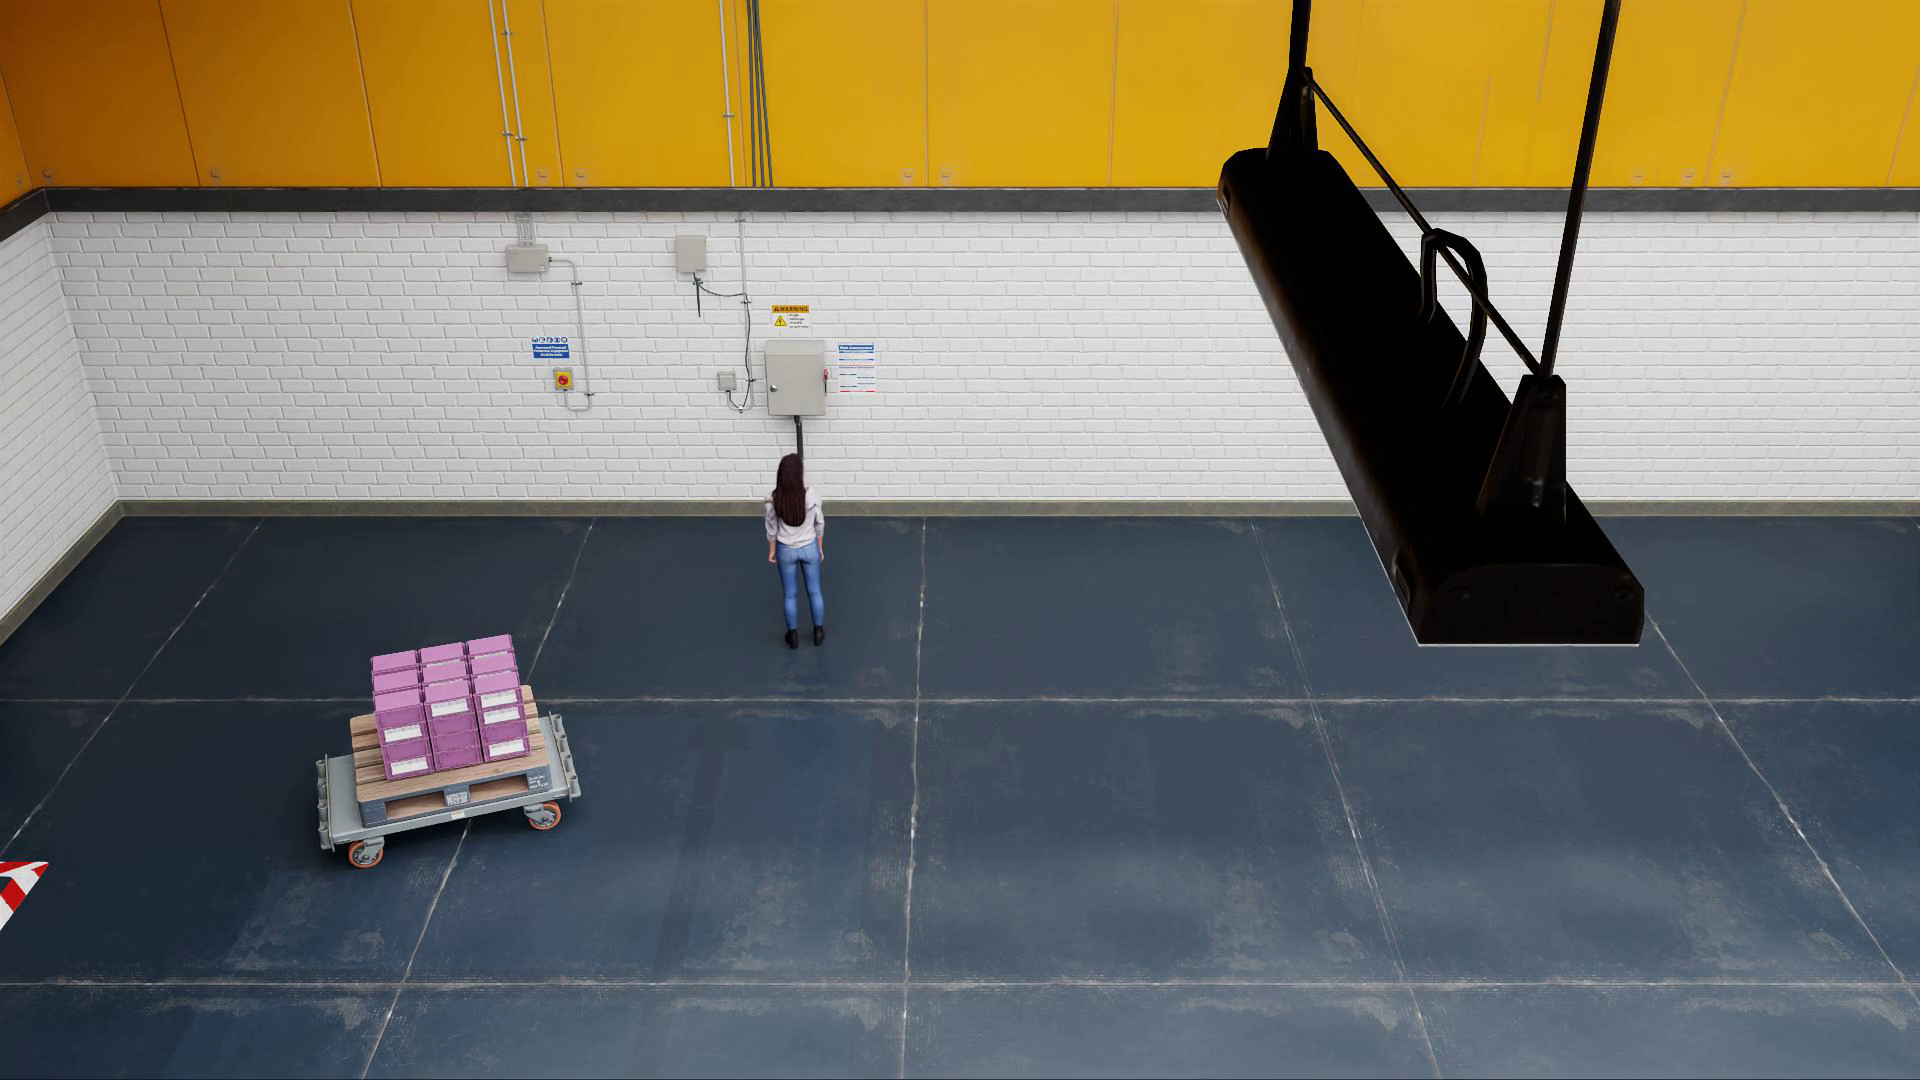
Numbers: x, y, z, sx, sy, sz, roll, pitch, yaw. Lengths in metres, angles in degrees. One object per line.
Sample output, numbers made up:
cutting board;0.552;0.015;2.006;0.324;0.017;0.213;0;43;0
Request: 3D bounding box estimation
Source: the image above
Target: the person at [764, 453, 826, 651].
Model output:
person;-1.253;0.092;12.868;0.633;1.630;0.563;-5;29;-9
